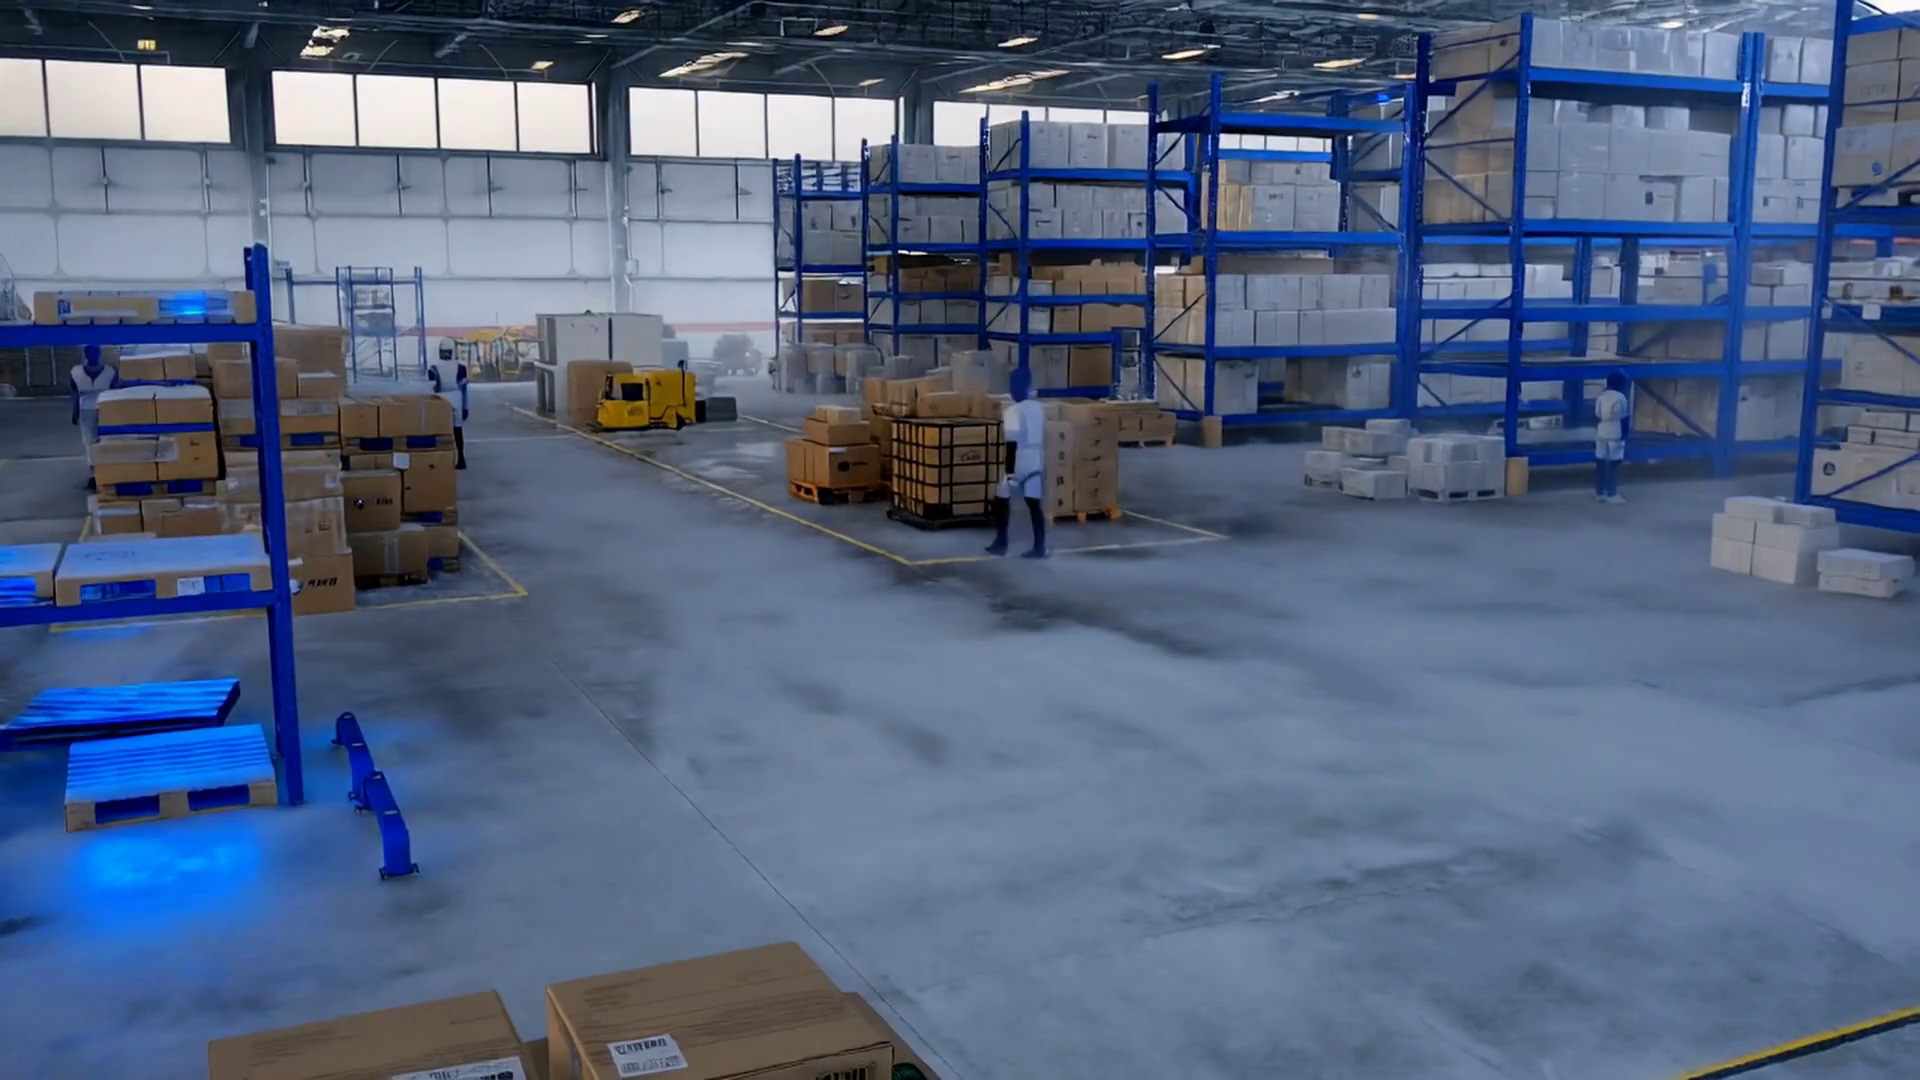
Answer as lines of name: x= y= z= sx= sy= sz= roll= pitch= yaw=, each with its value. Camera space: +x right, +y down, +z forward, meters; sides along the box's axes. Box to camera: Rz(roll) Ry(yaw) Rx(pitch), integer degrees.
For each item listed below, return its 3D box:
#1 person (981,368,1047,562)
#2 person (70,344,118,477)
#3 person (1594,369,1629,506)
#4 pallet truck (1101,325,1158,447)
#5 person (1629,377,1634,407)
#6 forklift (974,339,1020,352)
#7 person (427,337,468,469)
person: x=0.538 y=-0.752 z=16.659 sx=0.802 sy=1.934 sz=0.626 roll=8 pitch=12 yaw=41
person: x=-12.053 y=-1.788 z=23.209 sx=0.615 sy=1.901 sz=0.456 roll=-4 pitch=10 yaw=-23
person: x=8.107 y=-1.275 z=20.663 sx=0.318 sy=1.697 sz=0.535 roll=-3 pitch=10 yaw=-17
pallet truck: x=2.881 y=-2.596 z=27.923 sx=0.823 sy=1.965 sz=1.885 roll=-1 pitch=9 yaw=-7
person: x=11.884 y=-2.750 z=29.328 sx=0.786 sy=1.866 sz=0.500 roll=2 pitch=9 yaw=14
forklift: x=1.161 y=-4.558 z=37.365 sx=1.873 sy=2.768 sz=1.129 roll=-4 pitch=10 yaw=-25
person: x=-7.497 y=-1.992 z=24.366 sx=0.550 sy=1.937 sz=0.357 roll=-4 pitch=10 yaw=-22
